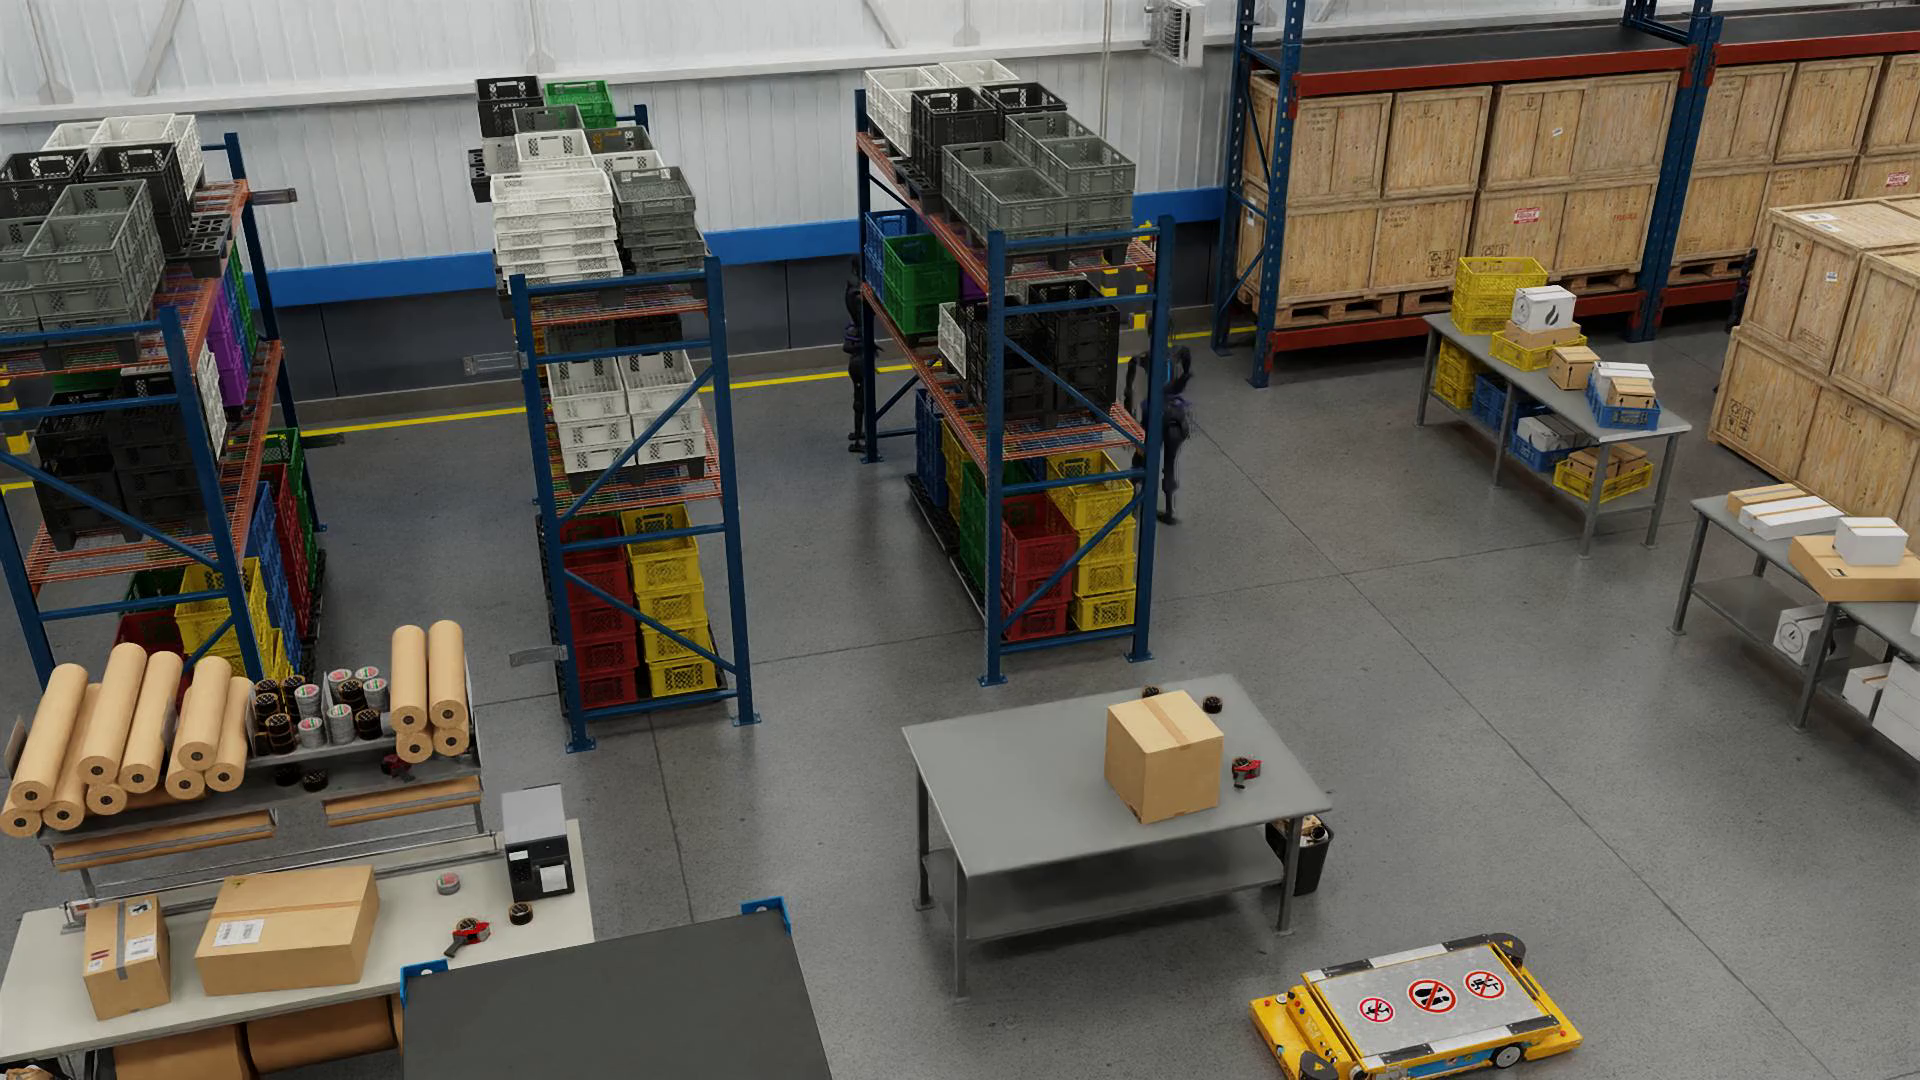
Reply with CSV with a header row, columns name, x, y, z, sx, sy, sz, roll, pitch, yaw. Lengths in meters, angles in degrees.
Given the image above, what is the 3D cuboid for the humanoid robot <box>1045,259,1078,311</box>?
name,x,y,z,sx,sy,sz,roll,pitch,yaw
humanoid robot,0.738,-1.945,14.223,0.601,1.657,0.324,3,29,6

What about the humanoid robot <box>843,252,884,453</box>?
name,x,y,z,sx,sy,sz,roll,pitch,yaw
humanoid robot,-0.783,-1.536,13.482,0.315,1.653,0.603,1,29,1

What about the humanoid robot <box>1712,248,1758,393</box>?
name,x,y,z,sx,sy,sz,roll,pitch,yaw
humanoid robot,6.893,-1.986,14.313,0.571,1.649,0.336,0,29,0

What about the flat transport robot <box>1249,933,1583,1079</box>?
name,x,y,z,sx,sy,sz,roll,pitch,yaw
flat transport robot,2.184,2.282,7.980,1.431,0.197,0.652,-8,30,-14

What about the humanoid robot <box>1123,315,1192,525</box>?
name,x,y,z,sx,sy,sz,roll,pitch,yaw
humanoid robot,1.435,-0.937,12.407,0.564,1.631,0.581,-6,29,-12
